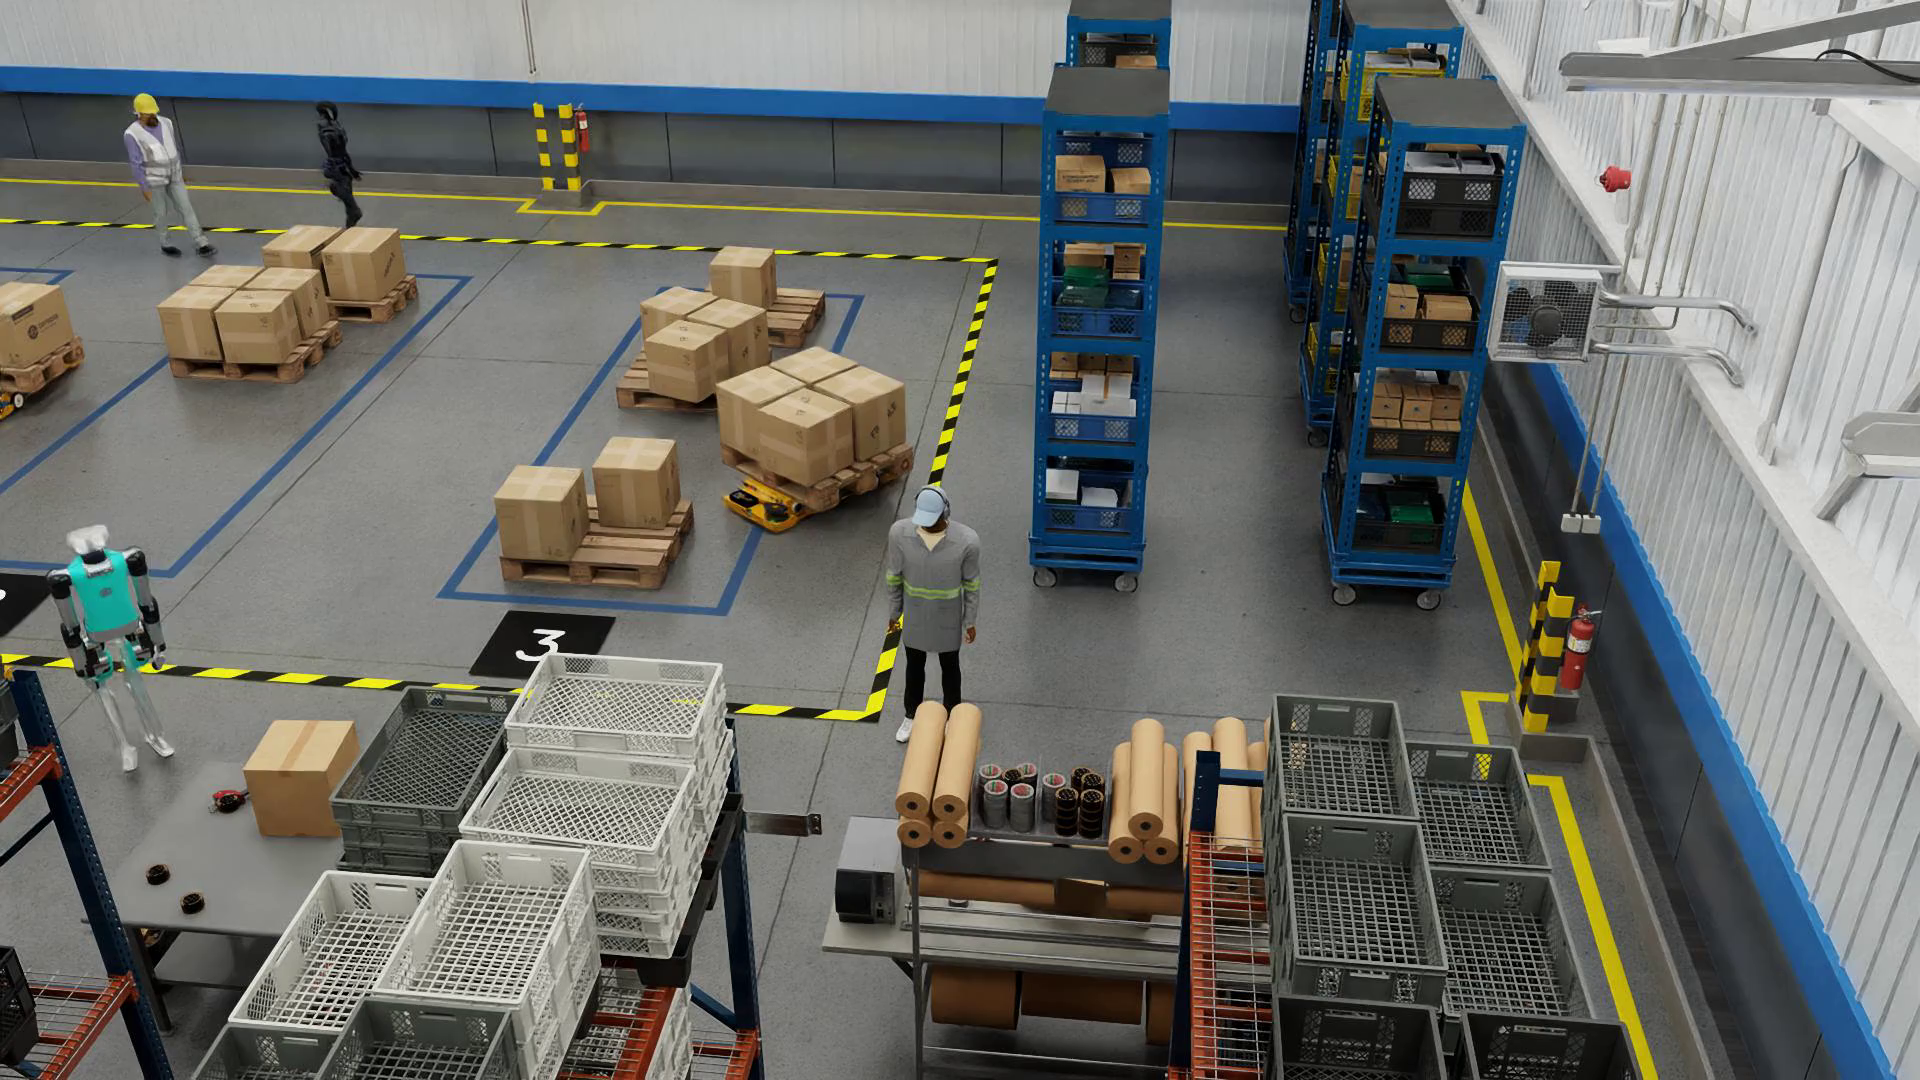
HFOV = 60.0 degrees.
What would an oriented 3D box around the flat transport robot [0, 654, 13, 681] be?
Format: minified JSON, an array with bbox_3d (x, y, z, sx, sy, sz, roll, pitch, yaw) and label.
[{"bbox_3d":[-7.142,0.969,11.010,1.431,0.231,0.659,3,30,6],"label":"flat transport robot"}]

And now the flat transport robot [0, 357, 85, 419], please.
[{"bbox_3d":[-8.706,-1.467,15.165,0.652,0.197,1.431,3,30,6],"label":"flat transport robot"}]

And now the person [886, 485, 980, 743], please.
[{"bbox_3d":[-0.175,0.468,10.300,0.587,1.847,0.397,5,31,9],"label":"person"}]

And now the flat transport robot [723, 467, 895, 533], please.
[{"bbox_3d":[-1.168,-0.501,13.506,0.652,0.197,1.431,26,39,37],"label":"flat transport robot"}]

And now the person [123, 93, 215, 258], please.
[{"bbox_3d":[-8.519,-3.882,17.809,0.503,1.828,0.610,18,35,28],"label":"person"}]

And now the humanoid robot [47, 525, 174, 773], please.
[{"bbox_3d":[-5.161,0.636,10.133,0.540,1.796,0.802,-22,36,-32],"label":"humanoid robot"}]

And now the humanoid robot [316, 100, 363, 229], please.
[{"bbox_3d":[-6.707,-3.964,18.079,0.340,1.654,0.601,-2,30,-4],"label":"humanoid robot"}]
